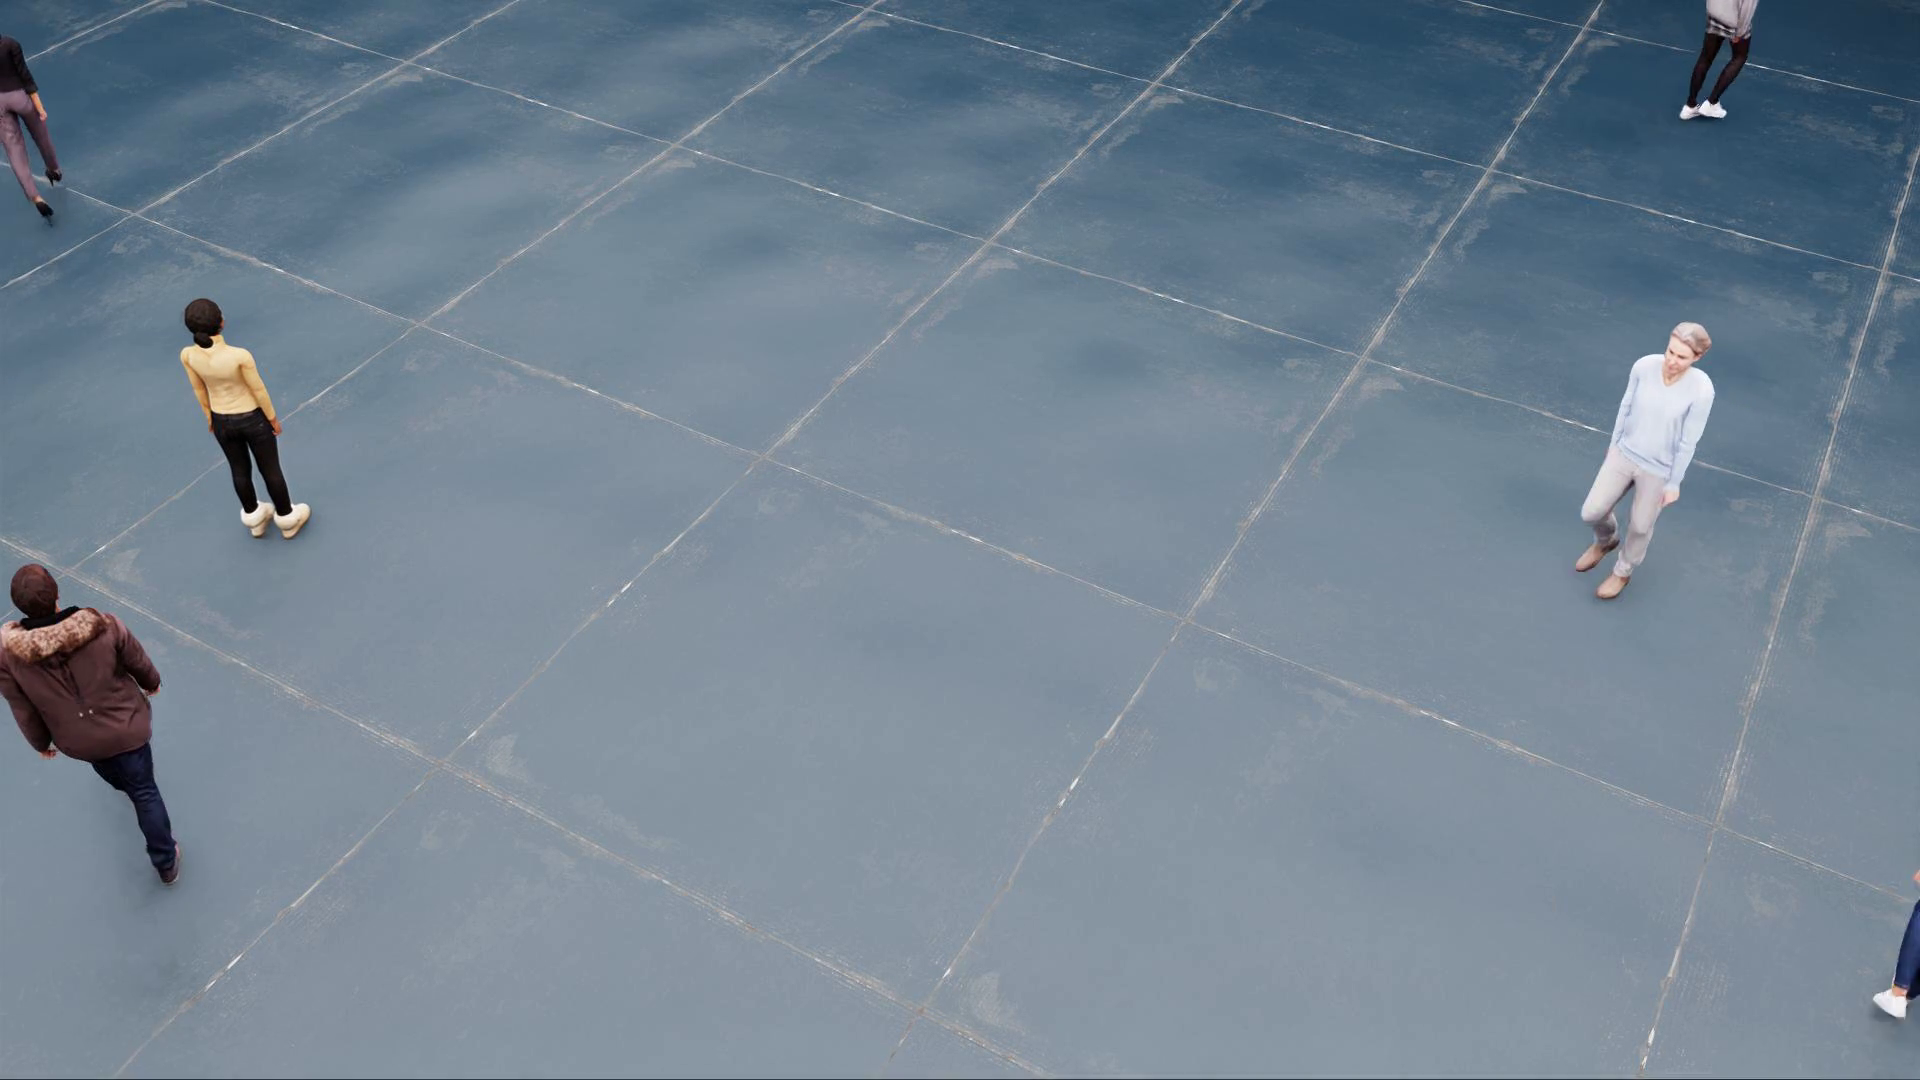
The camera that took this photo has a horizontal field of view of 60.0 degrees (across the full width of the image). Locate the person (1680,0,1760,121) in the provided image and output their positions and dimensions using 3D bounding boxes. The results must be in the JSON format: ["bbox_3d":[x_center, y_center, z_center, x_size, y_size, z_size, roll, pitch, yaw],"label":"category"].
[{"bbox_3d":[6.215,-4.246,13.592,0.750,1.761,0.727,-23,47,-23],"label":"person"}]

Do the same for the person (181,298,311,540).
[{"bbox_3d":[-4.234,-0.703,9.766,0.664,1.659,0.690,-1,42,-1],"label":"person"}]

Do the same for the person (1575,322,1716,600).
[{"bbox_3d":[3.902,-0.466,9.343,0.772,1.877,0.748,-34,52,-31],"label":"person"}]

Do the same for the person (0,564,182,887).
[{"bbox_3d":[-4.058,0.932,7.869,1.242,1.790,1.225,-17,45,-18],"label":"person"}]

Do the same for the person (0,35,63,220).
[{"bbox_3d":[-7.136,-3.183,12.524,1.039,1.623,1.048,-14,44,-15],"label":"person"}]
